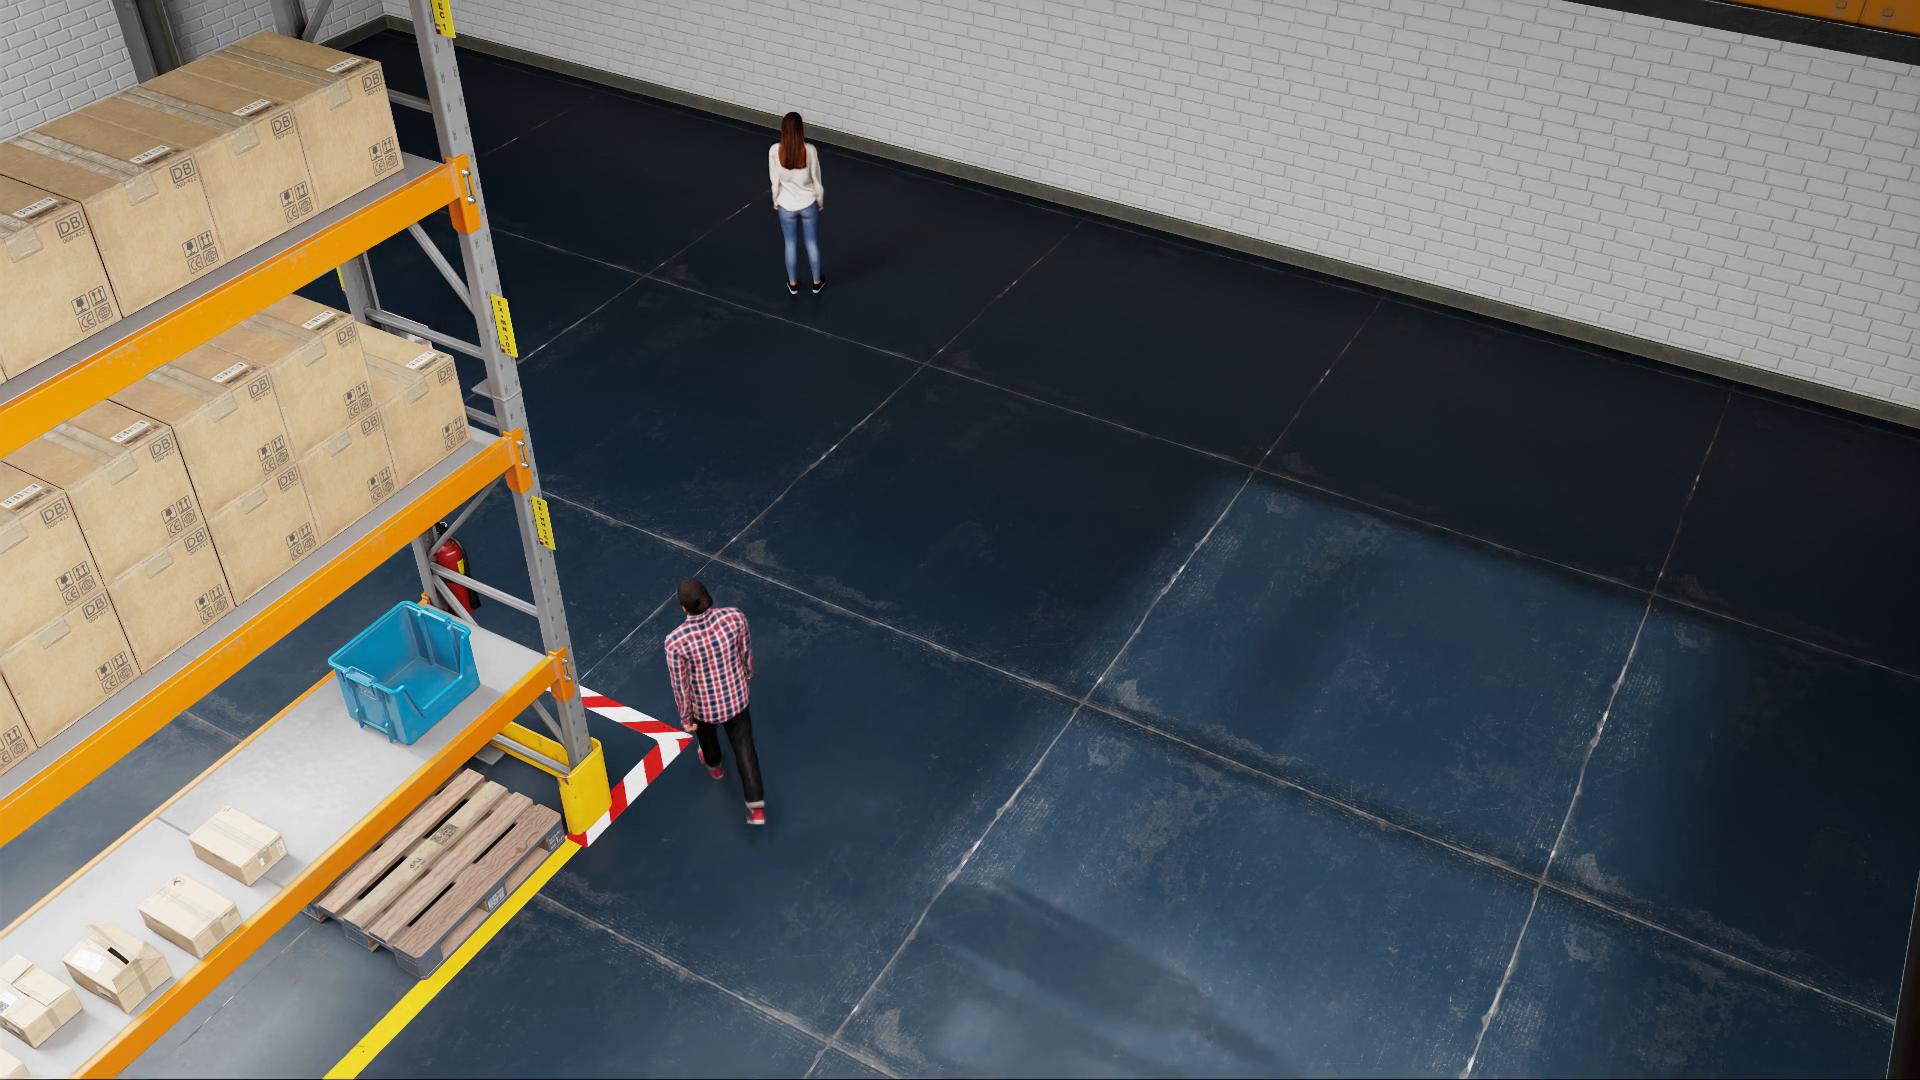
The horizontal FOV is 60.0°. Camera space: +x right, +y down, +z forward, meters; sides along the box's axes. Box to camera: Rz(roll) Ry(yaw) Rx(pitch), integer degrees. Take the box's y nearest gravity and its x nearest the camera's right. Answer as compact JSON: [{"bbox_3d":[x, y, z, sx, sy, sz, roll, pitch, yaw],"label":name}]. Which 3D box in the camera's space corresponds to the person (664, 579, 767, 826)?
[{"bbox_3d":[-1.375,0.941,9.653,1.189,1.745,1.163,-14,41,-17],"label":"person"}]

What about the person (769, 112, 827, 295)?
[{"bbox_3d":[-1.413,-2.945,14.562,0.701,1.692,0.713,0,39,0],"label":"person"}]
